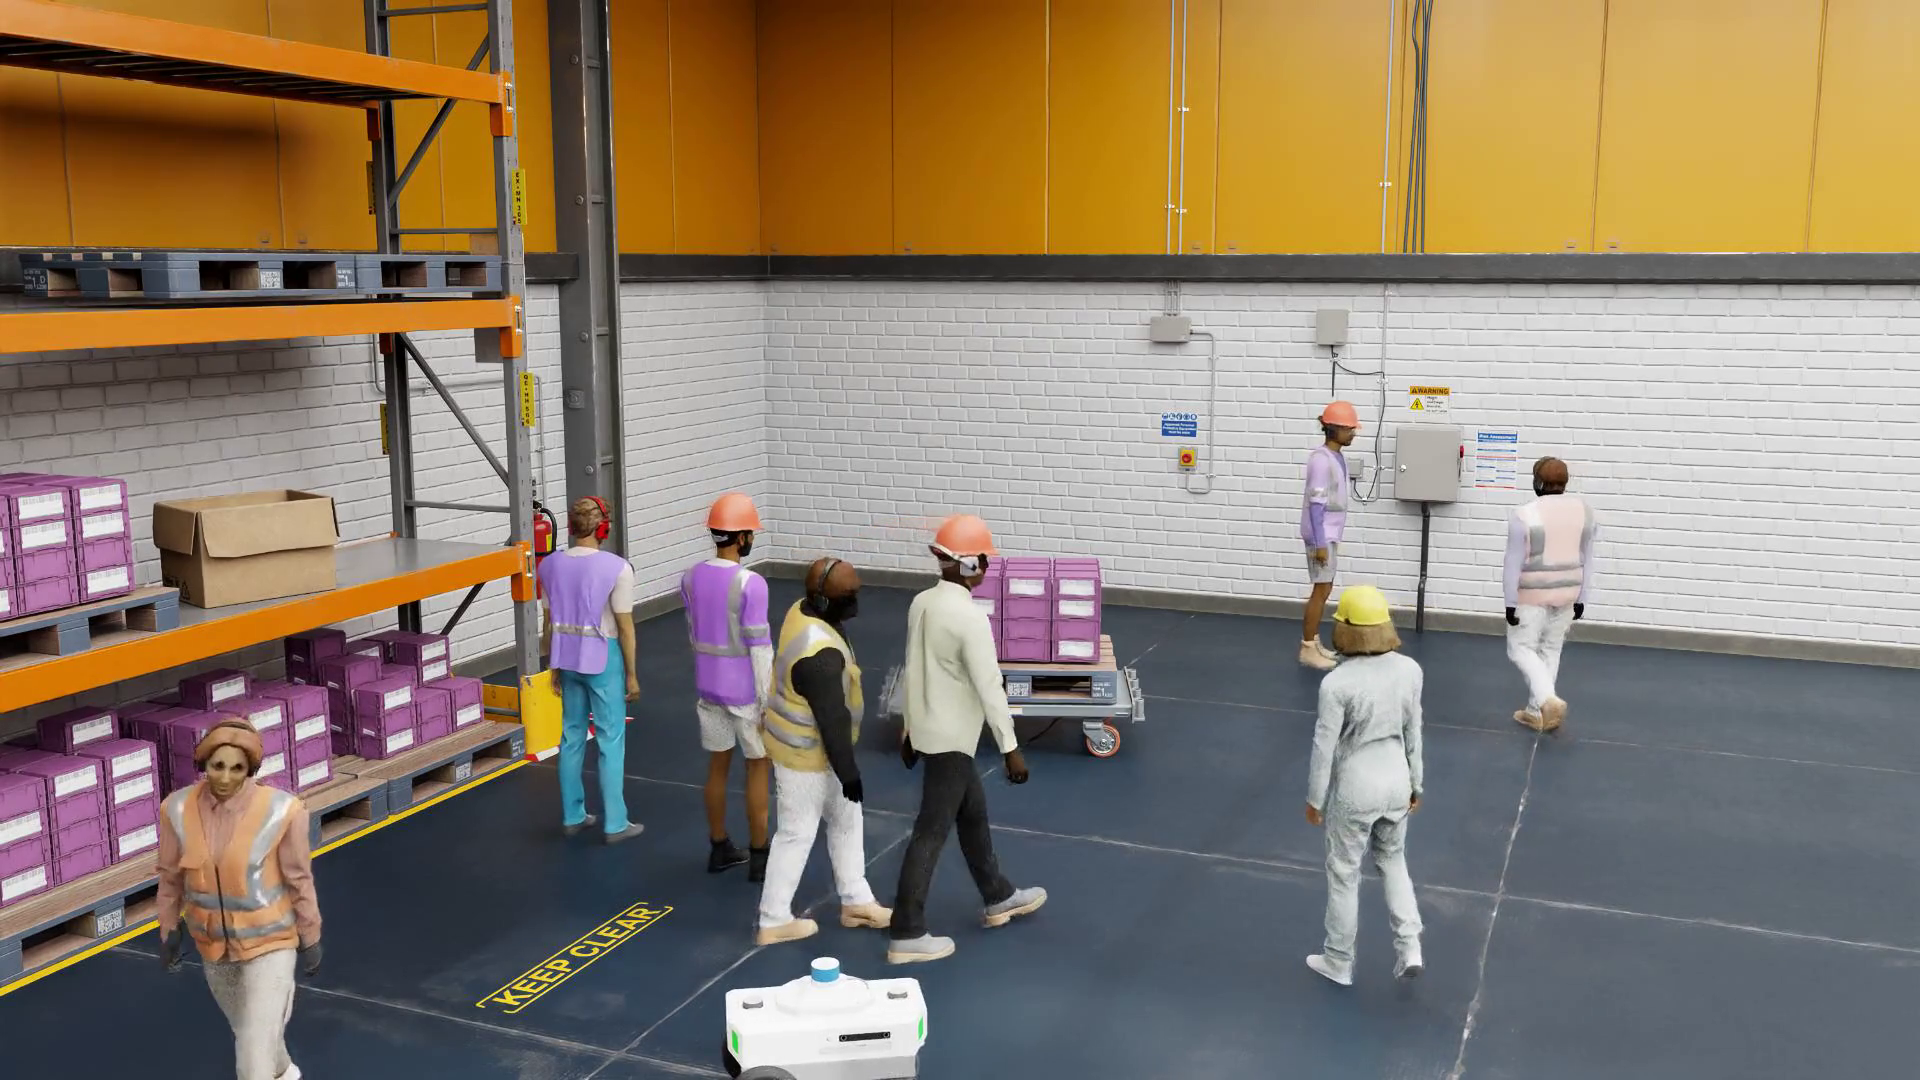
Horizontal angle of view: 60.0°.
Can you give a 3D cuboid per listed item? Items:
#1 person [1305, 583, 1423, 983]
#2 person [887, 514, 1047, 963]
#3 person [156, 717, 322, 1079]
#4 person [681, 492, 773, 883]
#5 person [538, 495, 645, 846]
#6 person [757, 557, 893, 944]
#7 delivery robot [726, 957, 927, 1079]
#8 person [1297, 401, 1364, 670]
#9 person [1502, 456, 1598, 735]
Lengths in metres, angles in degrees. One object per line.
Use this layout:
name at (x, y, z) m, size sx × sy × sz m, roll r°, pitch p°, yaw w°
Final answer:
person at (1.688, 1.033, 6.935) m, size 0.529 × 1.731 × 0.482 m, roll -4°, pitch 10°, yaw -21°
person at (0.070, 0.863, 7.332) m, size 0.962 × 1.952 × 0.642 m, roll -4°, pitch 10°, yaw -21°
person at (-2.394, 1.331, 5.598) m, size 0.557 × 1.589 × 0.816 m, roll 1°, pitch 9°, yaw 8°
person at (-1.111, 0.724, 8.227) m, size 0.554 × 1.935 × 0.383 m, roll 7°, pitch 12°, yaw 36°
person at (-1.950, 0.687, 8.741) m, size 0.567 × 1.838 × 0.385 m, roll 4°, pitch 10°, yaw 24°
person at (-0.577, 0.945, 7.355) m, size 0.732 × 1.793 × 0.678 m, roll 0°, pitch 9°, yaw -1°
delivery robot at (-0.478, 1.739, 5.952) m, size 0.707 × 0.478 × 0.477 m, roll -1°, pitch 9°, yaw -9°
person at (2.795, -0.037, 12.549) m, size 0.435 × 2.031 × 0.629 m, roll 5°, pitch 11°, yaw 28°
person at (3.784, 0.373, 10.685) m, size 0.631 × 1.825 × 0.650 m, roll -2°, pitch 10°, yaw -12°
